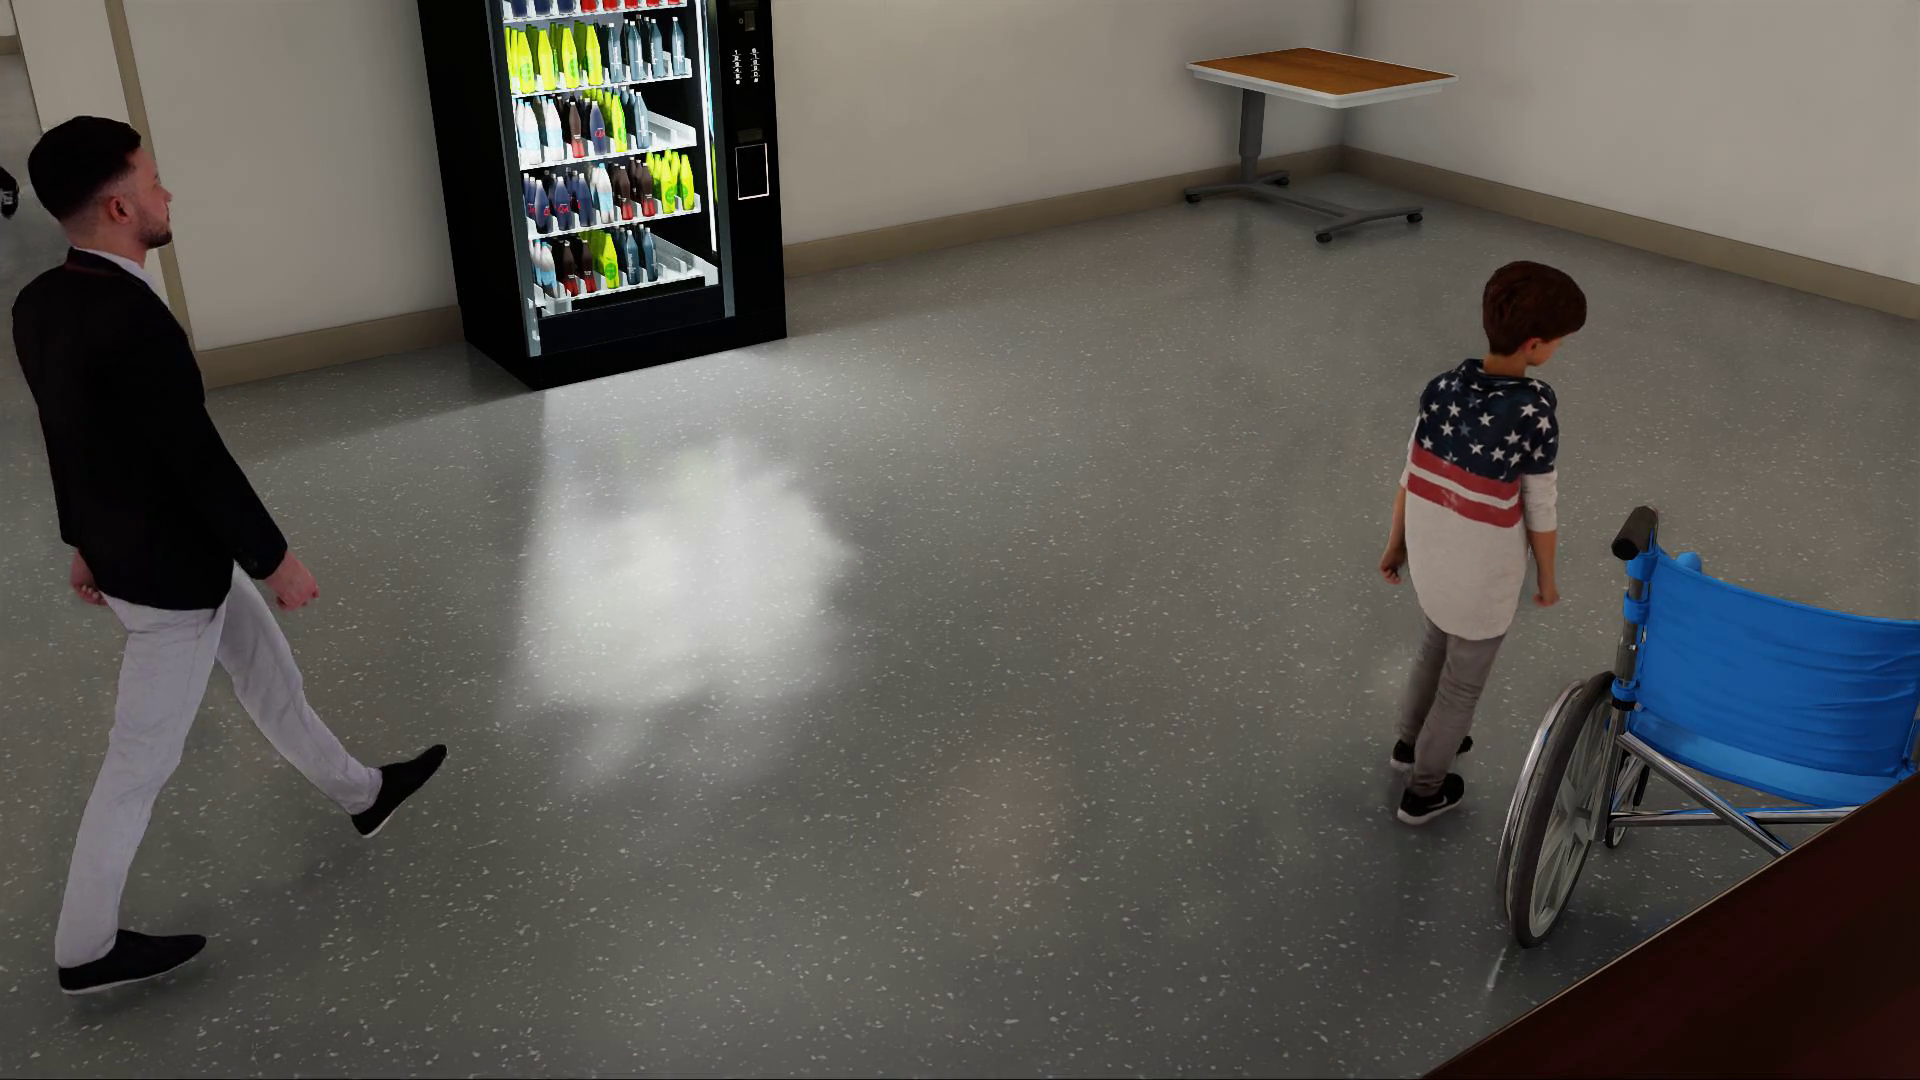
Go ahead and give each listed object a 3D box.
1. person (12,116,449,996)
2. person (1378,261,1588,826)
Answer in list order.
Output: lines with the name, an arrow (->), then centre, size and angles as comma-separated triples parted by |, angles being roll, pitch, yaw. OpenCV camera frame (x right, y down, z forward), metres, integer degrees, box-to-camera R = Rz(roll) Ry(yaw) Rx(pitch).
person -> -1.706, 0.123, 3.372 | 1.230, 1.783, 0.775 | -21, 33, -37
person -> 1.165, 0.051, 3.935 | 0.598, 1.425, 0.542 | -19, 32, -34
